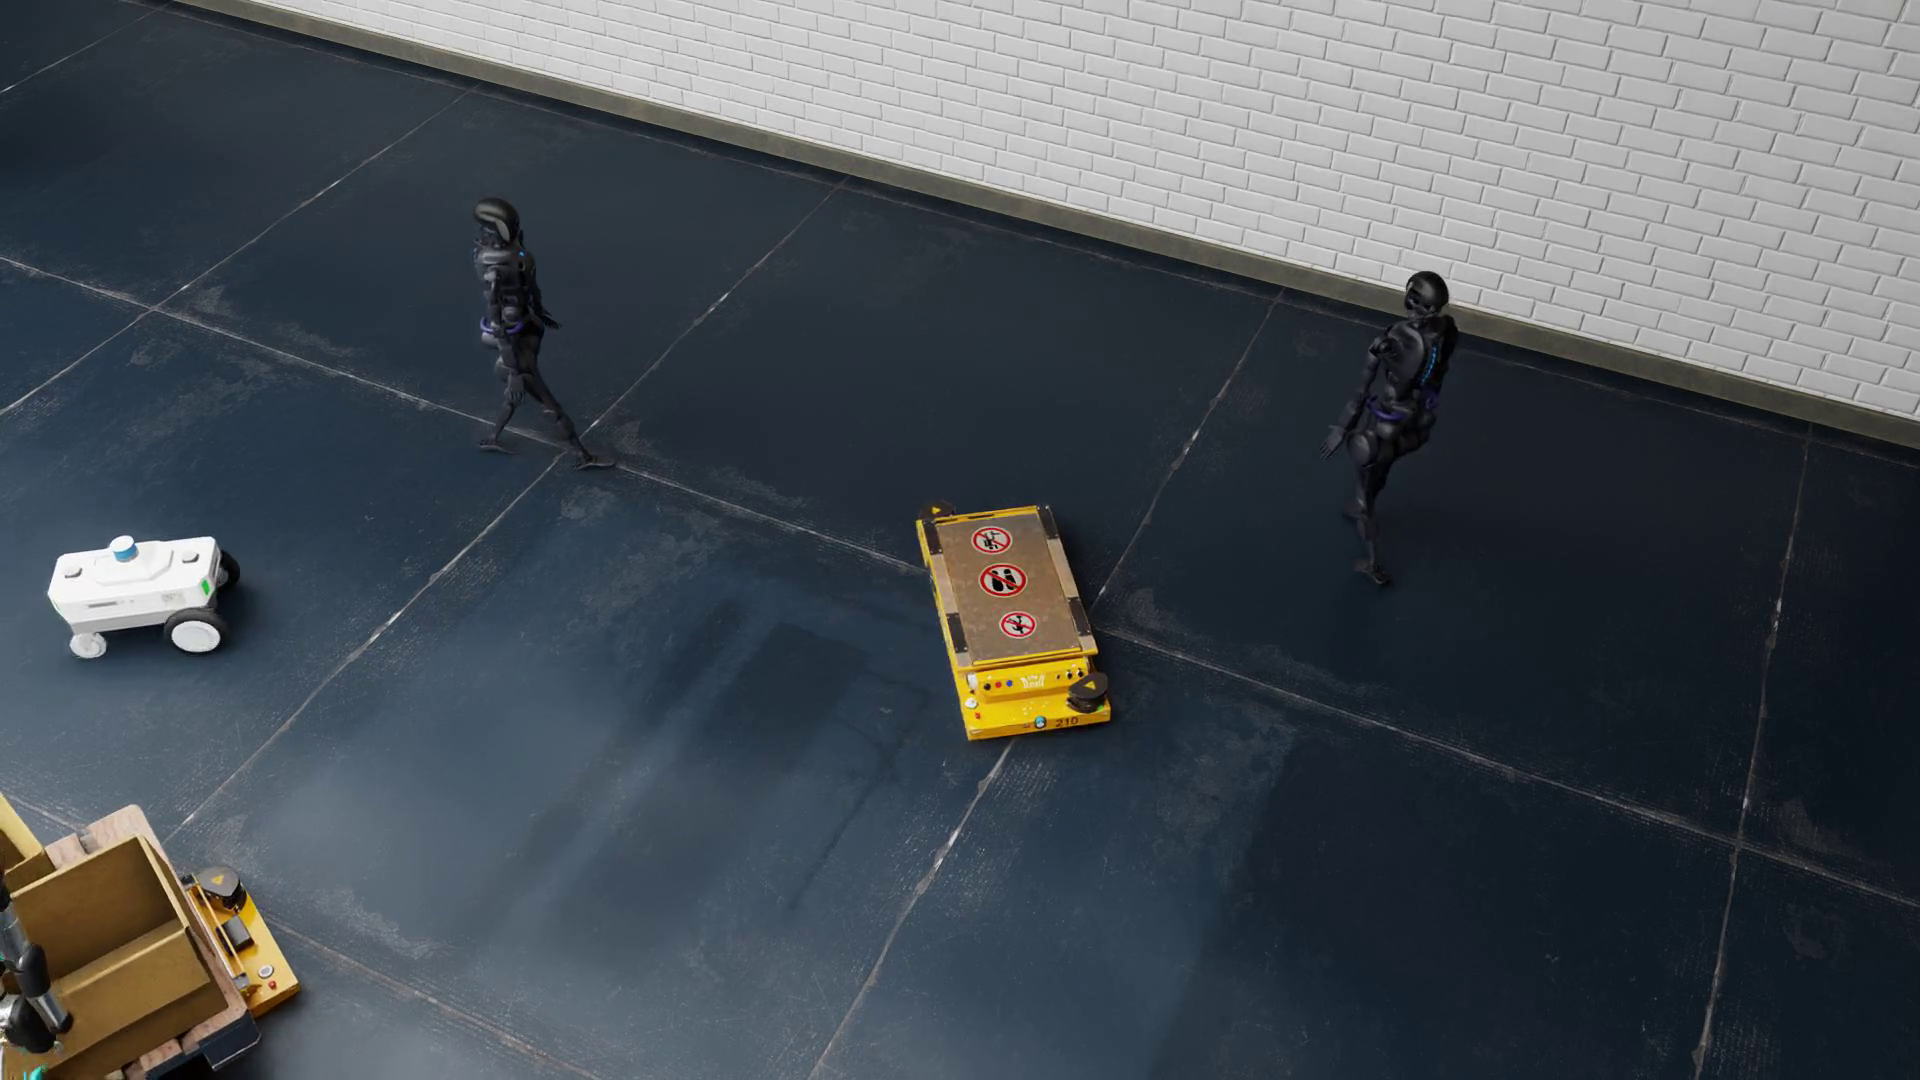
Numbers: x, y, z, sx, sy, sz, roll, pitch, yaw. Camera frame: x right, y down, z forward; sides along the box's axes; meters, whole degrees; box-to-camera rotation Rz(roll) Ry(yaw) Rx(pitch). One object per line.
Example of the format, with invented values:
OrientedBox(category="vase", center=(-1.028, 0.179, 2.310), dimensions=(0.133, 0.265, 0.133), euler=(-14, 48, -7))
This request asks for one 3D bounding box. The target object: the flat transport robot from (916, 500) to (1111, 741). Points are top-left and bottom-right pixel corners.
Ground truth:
OrientedBox(category="flat transport robot", center=(0.228, 0.324, 7.906), dimensions=(0.659, 0.231, 1.431), euler=(-7, 43, -8))

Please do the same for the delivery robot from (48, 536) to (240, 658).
OrientedBox(category="delivery robot", center=(-3.799, 0.231, 7.800), dimensions=(0.775, 0.601, 0.499), euler=(-8, 43, -8))

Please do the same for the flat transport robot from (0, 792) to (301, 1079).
OrientedBox(category="flat transport robot", center=(-3.319, 1.829, 6.282), dimensions=(1.431, 0.231, 0.659), euler=(-28, 50, -27))

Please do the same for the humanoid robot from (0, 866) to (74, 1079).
OrientedBox(category="humanoid robot", center=(-3.208, 1.735, 5.339), dimensions=(0.552, 1.822, 0.813), euler=(3, 43, 3))

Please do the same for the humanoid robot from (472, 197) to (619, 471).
OrientedBox(category="humanoid robot", center=(-2.209, -1.032, 8.375), dimensions=(0.796, 1.632, 0.608), euler=(2, 43, 2))

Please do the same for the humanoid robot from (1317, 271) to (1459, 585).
OrientedBox(category="humanoid robot", center=(2.010, -0.547, 7.832), dimensions=(0.600, 1.658, 0.595), euler=(-21, 47, -21))
